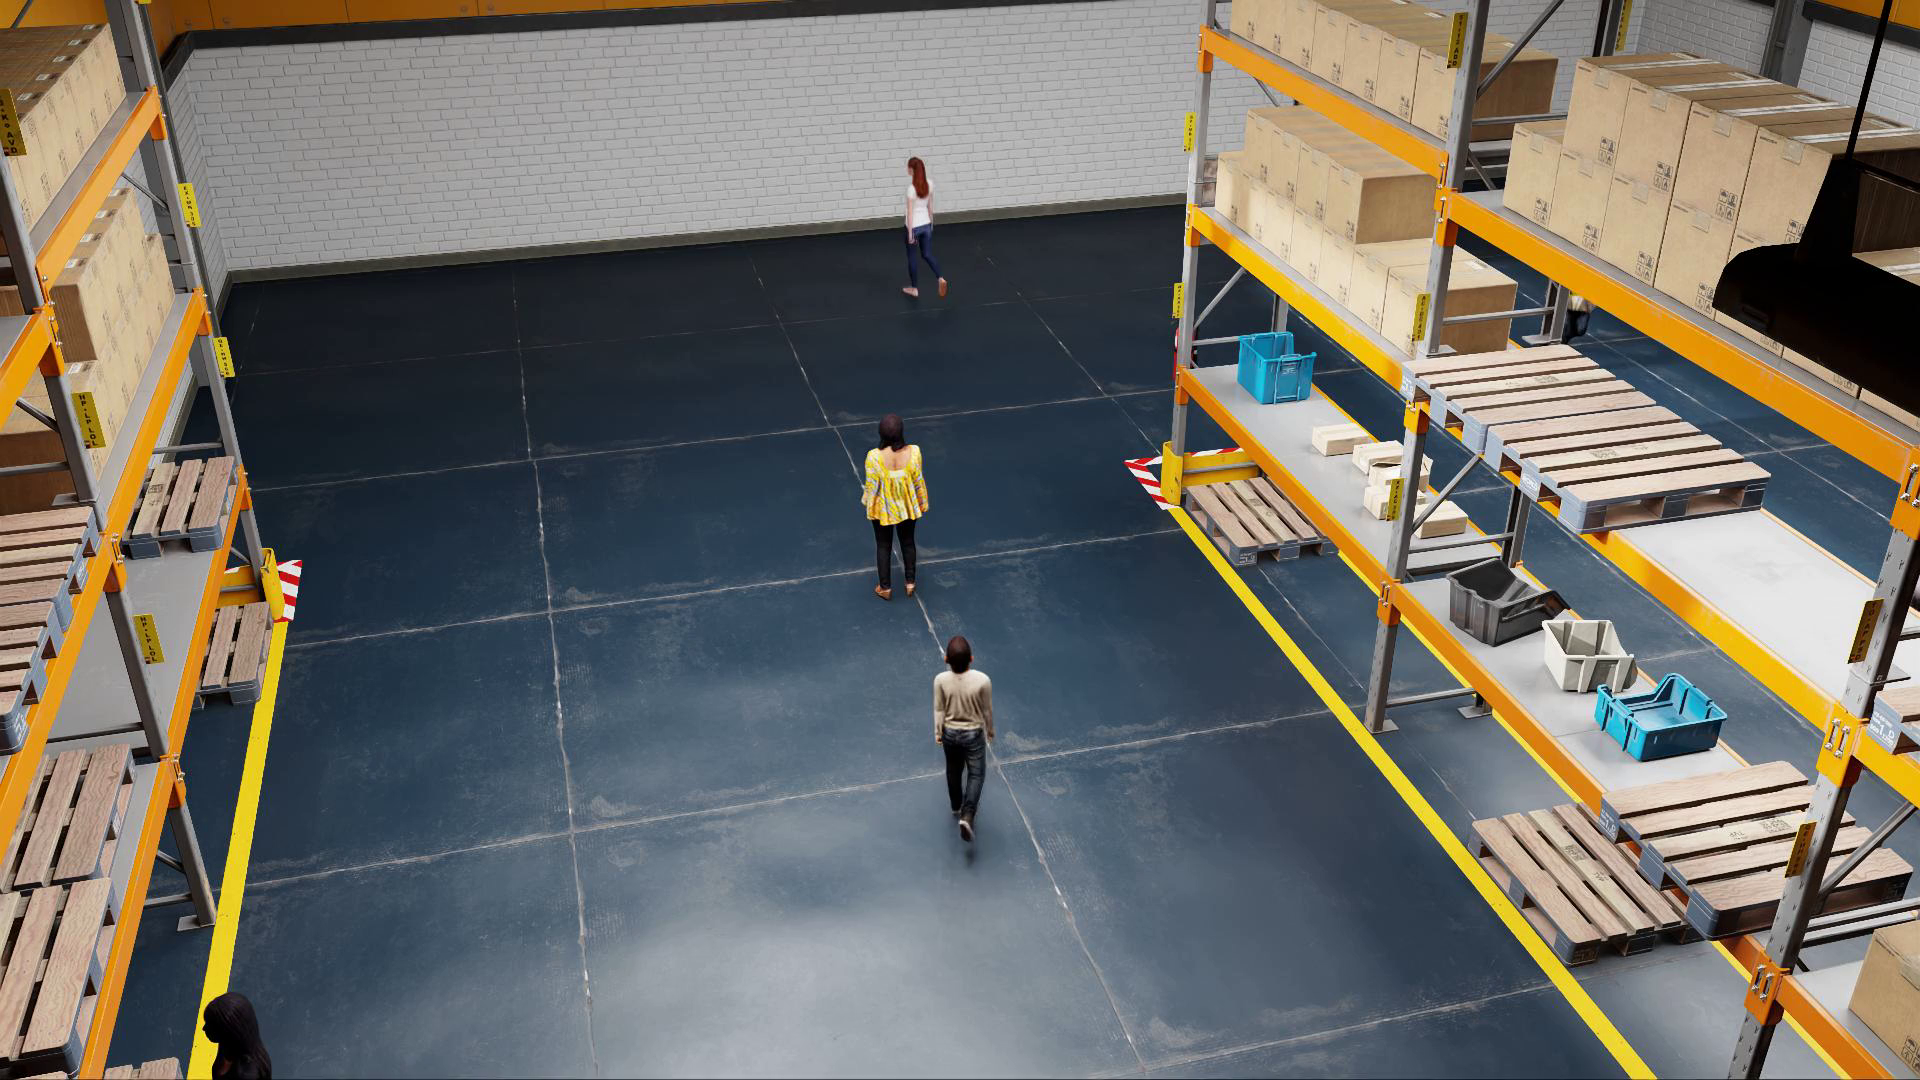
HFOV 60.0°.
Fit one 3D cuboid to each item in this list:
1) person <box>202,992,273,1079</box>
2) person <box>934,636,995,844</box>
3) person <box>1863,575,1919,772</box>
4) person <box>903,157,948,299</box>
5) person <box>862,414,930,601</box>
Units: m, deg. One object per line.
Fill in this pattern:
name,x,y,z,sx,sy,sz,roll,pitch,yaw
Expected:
person,-3.331,2.828,7.924,0.715,1.723,0.541,-17,33,-28
person,0.020,1.318,10.983,0.761,1.446,0.967,3,29,6
person,6.601,0.779,11.557,0.664,1.842,0.543,-6,29,-10
person,-0.423,-3.696,19.887,0.807,1.722,1.017,-22,36,-35
person,-0.540,-0.269,13.673,0.712,1.655,0.744,-9,30,-16
